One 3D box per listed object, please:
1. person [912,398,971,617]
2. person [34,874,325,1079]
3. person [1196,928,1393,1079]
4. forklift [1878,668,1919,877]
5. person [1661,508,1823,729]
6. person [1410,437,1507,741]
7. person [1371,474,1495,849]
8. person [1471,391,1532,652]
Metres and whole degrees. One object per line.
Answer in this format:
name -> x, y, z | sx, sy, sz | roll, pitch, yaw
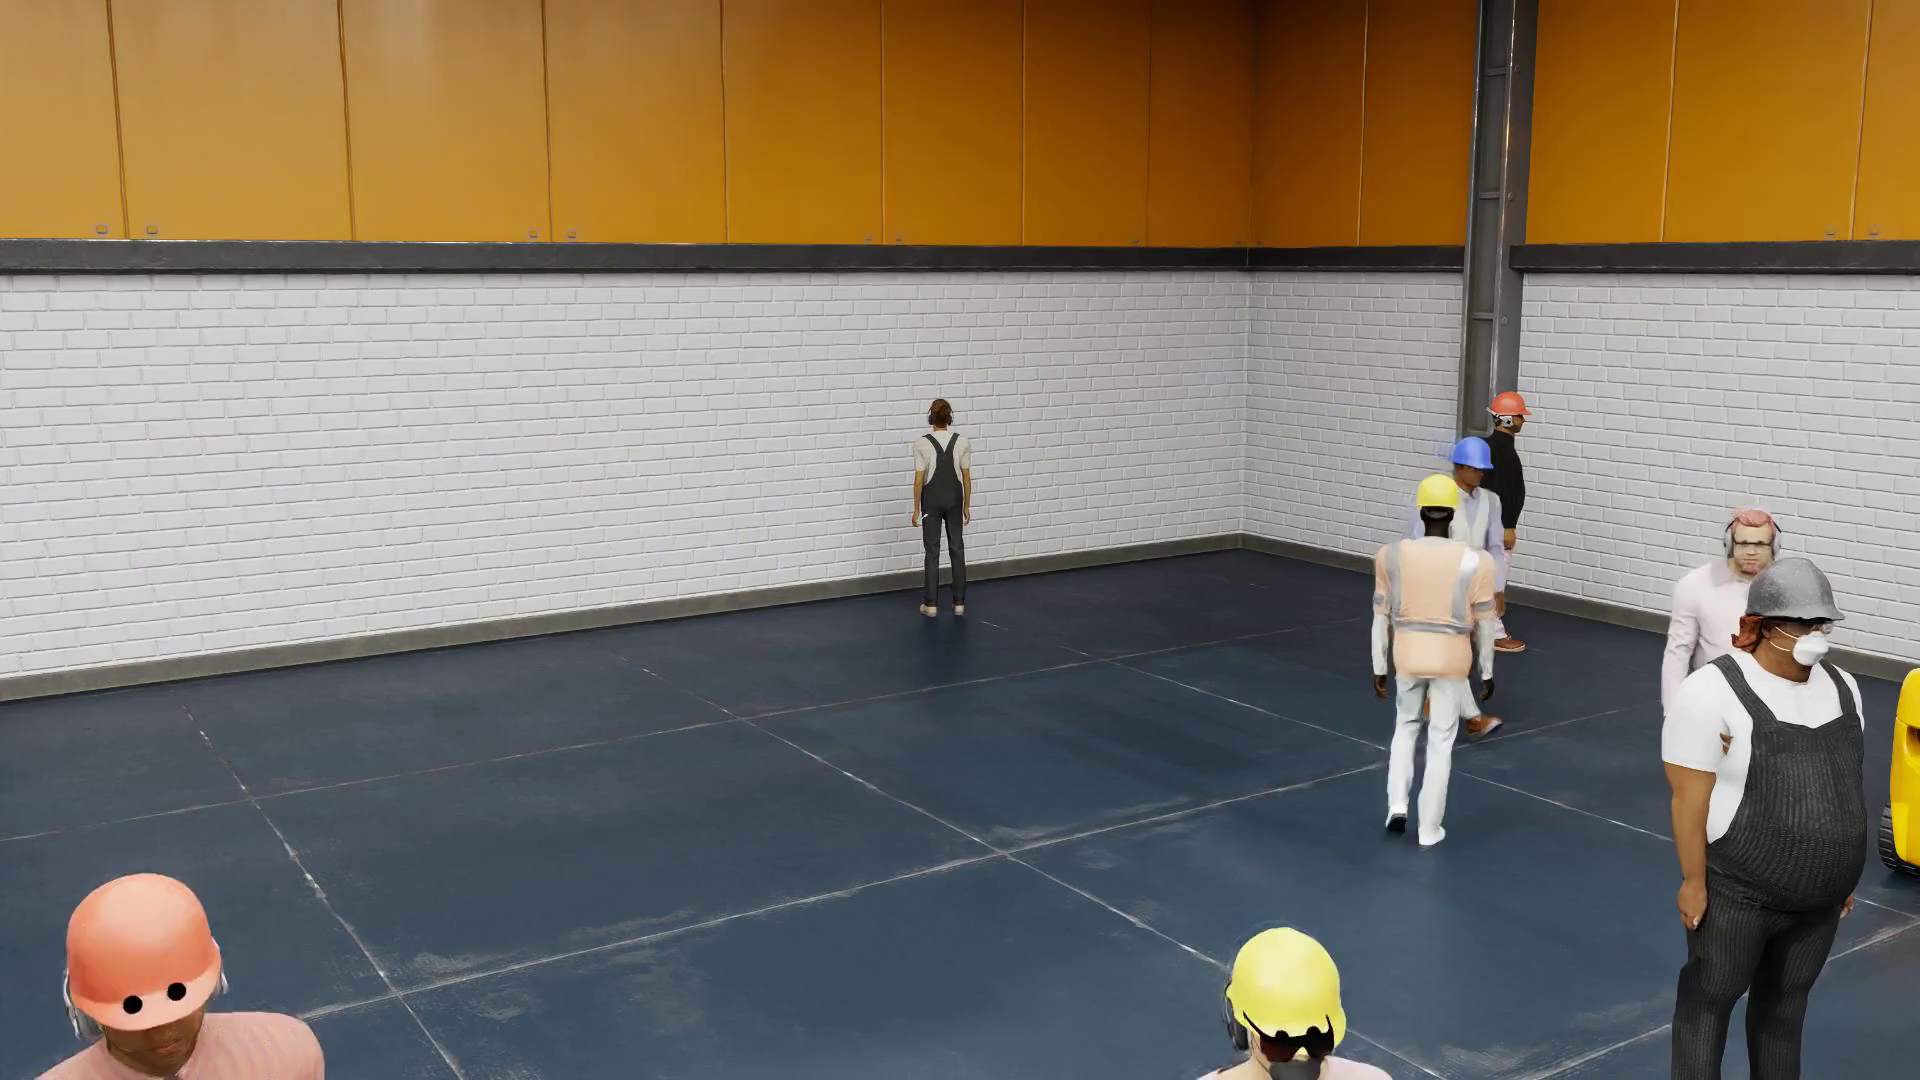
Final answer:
person -> -0.157, -0.272, 14.030 | 0.504, 1.847, 0.345 | -2, 10, -14
person -> -1.483, 1.496, 3.092 | 0.814, 1.957, 0.632 | 9, 13, 43
person -> 0.611, 1.565, 3.232 | 0.555, 1.749, 0.404 | -2, 10, -11
forklift -> 5.511, 0.571, 7.906 | 2.313, 2.155, 1.214 | -6, 11, -33
person -> 3.576, 0.782, 7.640 | 0.675, 1.851, 0.977 | 5, 10, 26
person -> 3.161, 0.298, 10.452 | 0.620, 1.884, 1.032 | -4, 10, -22
person -> 2.409, 0.620, 8.470 | 0.604, 1.910, 0.418 | 5, 11, 28
person -> 4.172, -0.148, 12.837 | 0.377, 1.995, 0.608 | 0, 9, 3
